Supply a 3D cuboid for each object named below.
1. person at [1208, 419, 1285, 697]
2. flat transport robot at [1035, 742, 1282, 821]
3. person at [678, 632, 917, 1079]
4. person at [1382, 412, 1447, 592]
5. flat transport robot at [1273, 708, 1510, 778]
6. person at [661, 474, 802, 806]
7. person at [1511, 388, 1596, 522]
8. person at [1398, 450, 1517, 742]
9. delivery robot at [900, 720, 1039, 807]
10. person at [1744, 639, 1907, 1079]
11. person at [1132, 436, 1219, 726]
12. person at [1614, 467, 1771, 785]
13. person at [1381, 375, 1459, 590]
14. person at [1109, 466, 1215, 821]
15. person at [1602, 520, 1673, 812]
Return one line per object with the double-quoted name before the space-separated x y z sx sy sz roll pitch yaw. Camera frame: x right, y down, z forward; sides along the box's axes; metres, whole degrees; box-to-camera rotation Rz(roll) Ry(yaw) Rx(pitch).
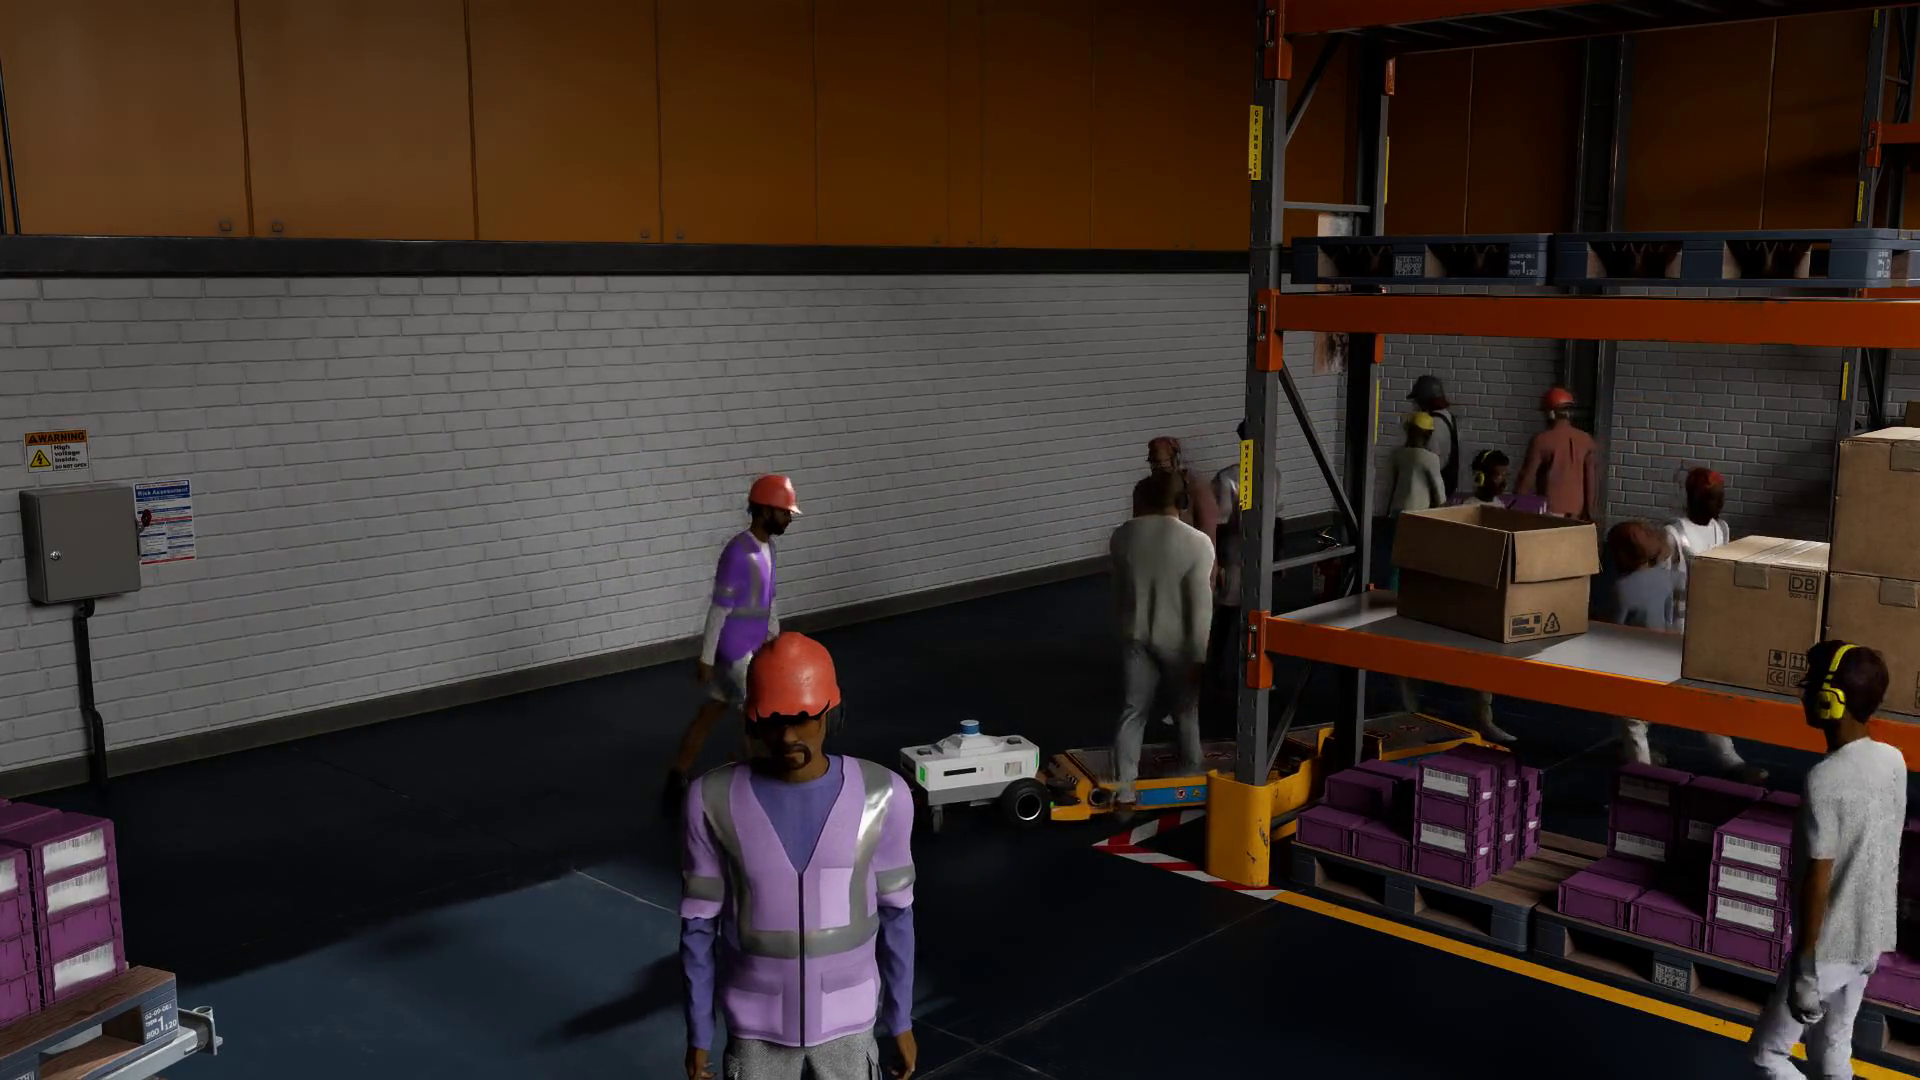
"person" 1.984 0.116 11.483 0.622 1.953 0.407 -5 11 -30
"flat transport robot" 1.102 1.318 9.244 1.431 0.197 0.652 -2 10 -13
"person" -0.414 1.236 4.325 0.616 2.041 0.382 -1 9 -7
"person" 3.967 -0.241 14.387 0.908 1.721 0.541 -6 11 -31
"flat transport robot" 2.475 1.228 9.795 1.431 0.197 0.652 -5 10 -28
"person" -1.157 0.570 8.995 1.048 1.849 0.548 1 9 4
"person" 4.918 -0.291 13.935 0.625 1.954 0.822 -4 10 -25
"person" 3.193 0.336 10.504 0.513 1.845 0.686 -9 13 -43
"delivery robot" 0.050 1.199 8.820 0.707 0.478 0.477 -4 10 -22
"person" 2.642 1.225 4.969 0.507 1.859 0.463 -6 11 -33
"person" 1.420 0.242 10.915 0.558 1.880 0.690 -9 13 -43
"person" 4.251 0.488 9.570 0.704 1.827 0.995 -7 12 -36
"person" 4.162 -0.488 14.905 0.580 2.000 0.762 7 11 35
"person" 1.093 0.551 9.011 0.653 1.900 0.908 6 11 33
"person" 3.604 0.698 8.921 0.510 1.615 0.391 -8 12 -39
